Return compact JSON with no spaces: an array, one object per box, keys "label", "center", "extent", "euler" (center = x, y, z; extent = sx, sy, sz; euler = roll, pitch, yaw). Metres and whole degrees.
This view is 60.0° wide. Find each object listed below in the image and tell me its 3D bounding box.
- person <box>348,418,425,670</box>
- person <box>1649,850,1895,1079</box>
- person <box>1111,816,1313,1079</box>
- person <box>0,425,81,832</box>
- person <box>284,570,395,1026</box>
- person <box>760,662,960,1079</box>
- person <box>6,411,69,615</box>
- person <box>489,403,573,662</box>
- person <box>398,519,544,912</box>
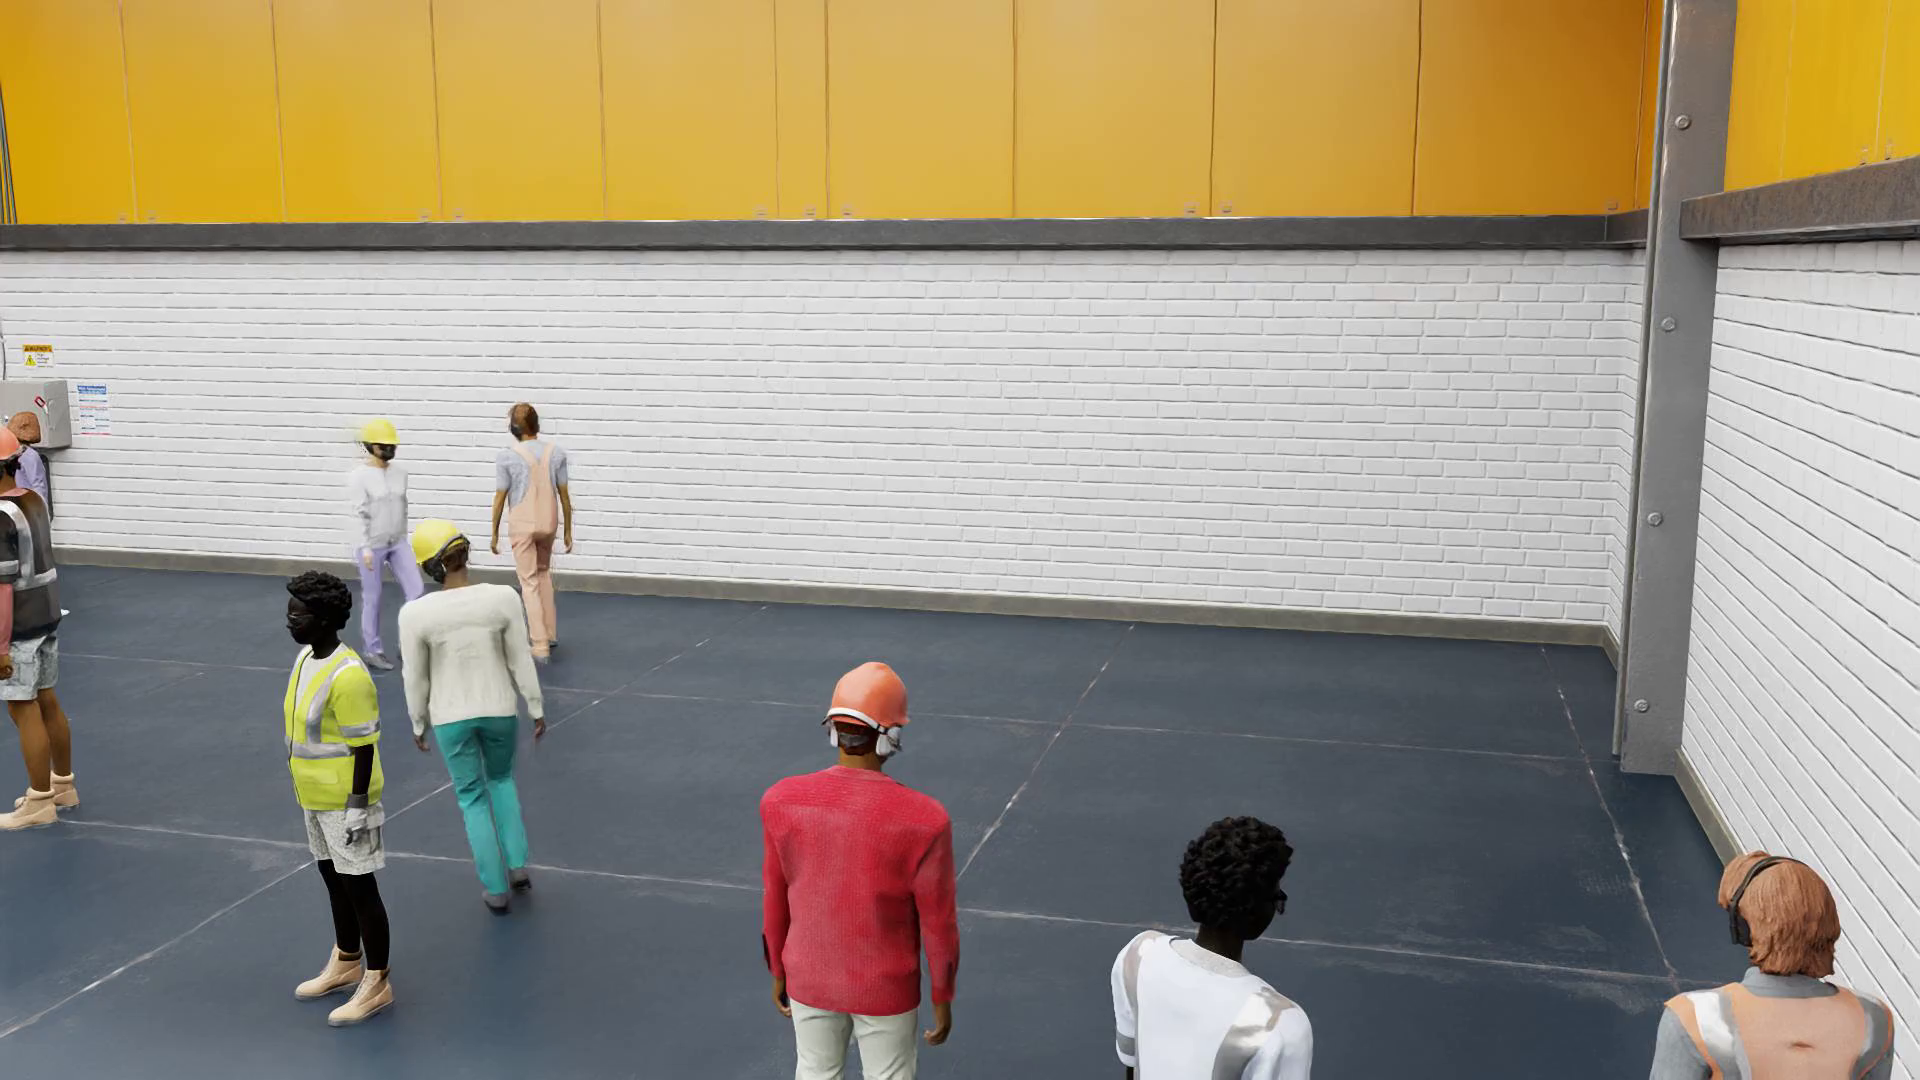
[{"label":"person","center":[-3.895,0.049,11.355],"extent":[0.604,1.748,0.532],"euler":[6,12,33]},{"label":"person","center":[1.651,1.448,3.454],"extent":[0.524,1.631,0.316],"euler":[-1,10,-7]},{"label":"person","center":[0.531,1.407,3.538],"extent":[0.320,1.686,0.539],"euler":[-8,12,-38]},{"label":"person","center":[-4.703,0.431,8.261],"extent":[0.410,2.037,0.609],"euler":[-2,10,-10]},{"label":"person","center":[-2.330,0.949,6.195],"extent":[0.316,1.695,0.541],"euler":[-8,13,-41]},{"label":"person","center":[-0.268,1.196,4.624],"extent":[0.576,1.737,0.355],"euler":[3,10,17]},{"label":"person","center":[-7.337,-0.201,13.153],"extent":[0.507,1.633,0.274],"euler":[8,13,39]},{"label":"person","center":[-3.054,-0.061,11.762],"extent":[0.529,1.819,0.577],"euler":[-8,12,-39]},{"label":"person","center":[-2.115,0.758,7.215],"extent":[0.580,1.722,0.432],"euler":[-5,11,-27]}]
